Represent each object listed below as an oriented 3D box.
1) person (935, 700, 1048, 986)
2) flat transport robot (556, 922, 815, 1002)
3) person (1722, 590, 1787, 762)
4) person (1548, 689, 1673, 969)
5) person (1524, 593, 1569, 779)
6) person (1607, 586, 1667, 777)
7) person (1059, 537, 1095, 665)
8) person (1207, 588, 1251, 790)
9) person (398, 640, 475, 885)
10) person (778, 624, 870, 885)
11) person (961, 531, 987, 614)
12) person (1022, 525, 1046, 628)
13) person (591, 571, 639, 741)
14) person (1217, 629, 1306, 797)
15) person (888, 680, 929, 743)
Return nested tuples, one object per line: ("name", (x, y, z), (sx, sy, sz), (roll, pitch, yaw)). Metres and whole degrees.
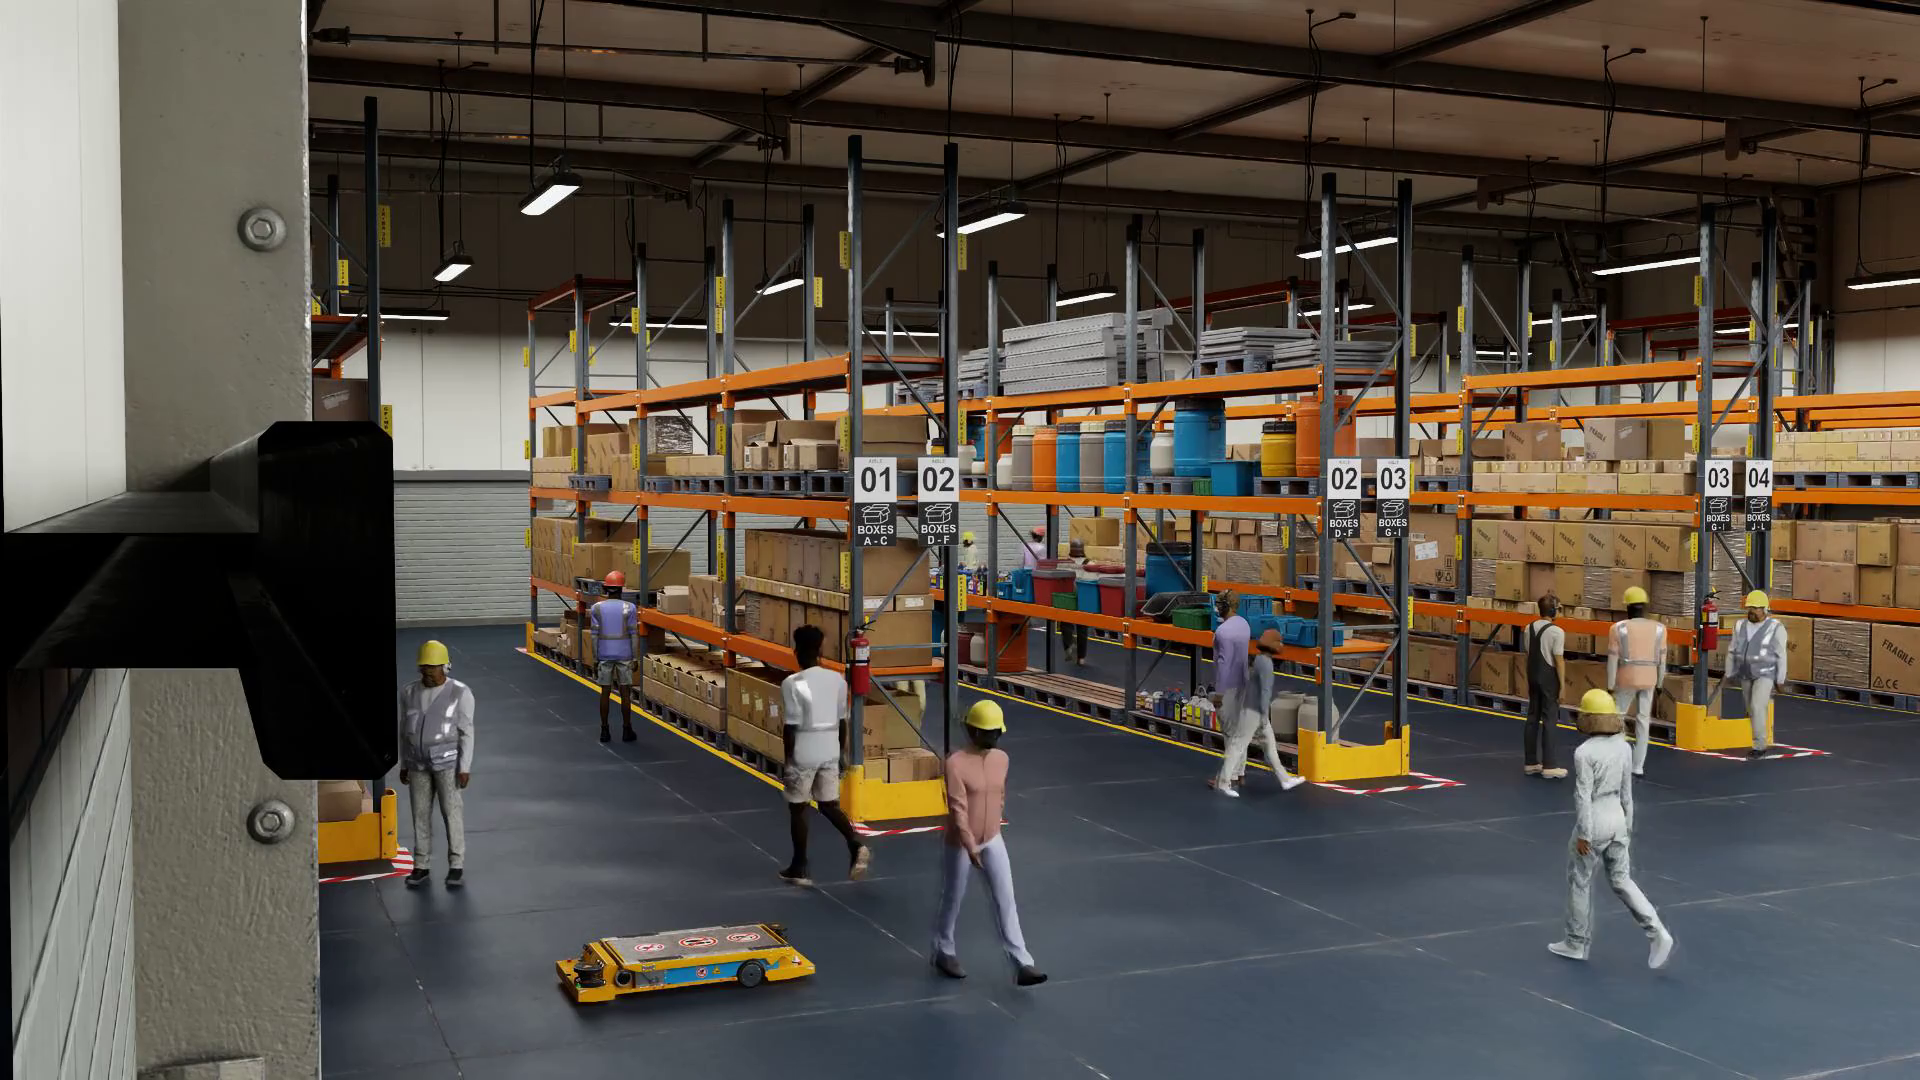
("person", (0.127, 1.807, 10.656), (0.504, 1.712, 0.960), (-2, 3, -36))
("flat transport robot", (-1.658, 2.531, 10.816), (1.431, 0.197, 0.652), (-1, 2, -23))
("person", (8.405, 1.440, 19.046), (0.687, 1.808, 0.591), (-1, 3, -29))
("person", (4.039, 1.788, 11.129), (0.491, 1.719, 0.769), (-1, 3, -30))
("person", (5.900, 1.459, 18.058), (0.337, 1.844, 0.513), (-1, 2, -27))
("person", (6.776, 1.422, 17.981), (0.608, 1.920, 0.441), (0, 2, 1))
("person", (1.848, 0.982, 28.489), (0.695, 2.000, 0.542), (0, 2, -7))
("person", (2.611, 1.437, 17.377), (0.372, 1.940, 0.632), (1, 2, 26))
("person", (-3.903, 1.652, 13.330), (0.595, 1.823, 0.403), (0, 2, 11))
("person", (-1.024, 1.597, 13.250), (0.757, 1.945, 0.613), (2, 3, 45))
("person", (0.273, 0.704, 38.554), (0.957, 1.788, 0.597), (0, 2, -2))
("person", (1.454, 0.716, 35.135), (0.657, 2.015, 0.481), (2, 3, 41))
("person", (-3.933, 1.320, 20.442), (0.545, 1.938, 0.359), (0, 2, 0))
("person", (2.858, 1.630, 16.991), (0.894, 1.573, 0.575), (0, 2, 3))
("person", (-0.561, 1.505, 19.701), (0.508, 1.621, 0.372), (0, 2, -12))
